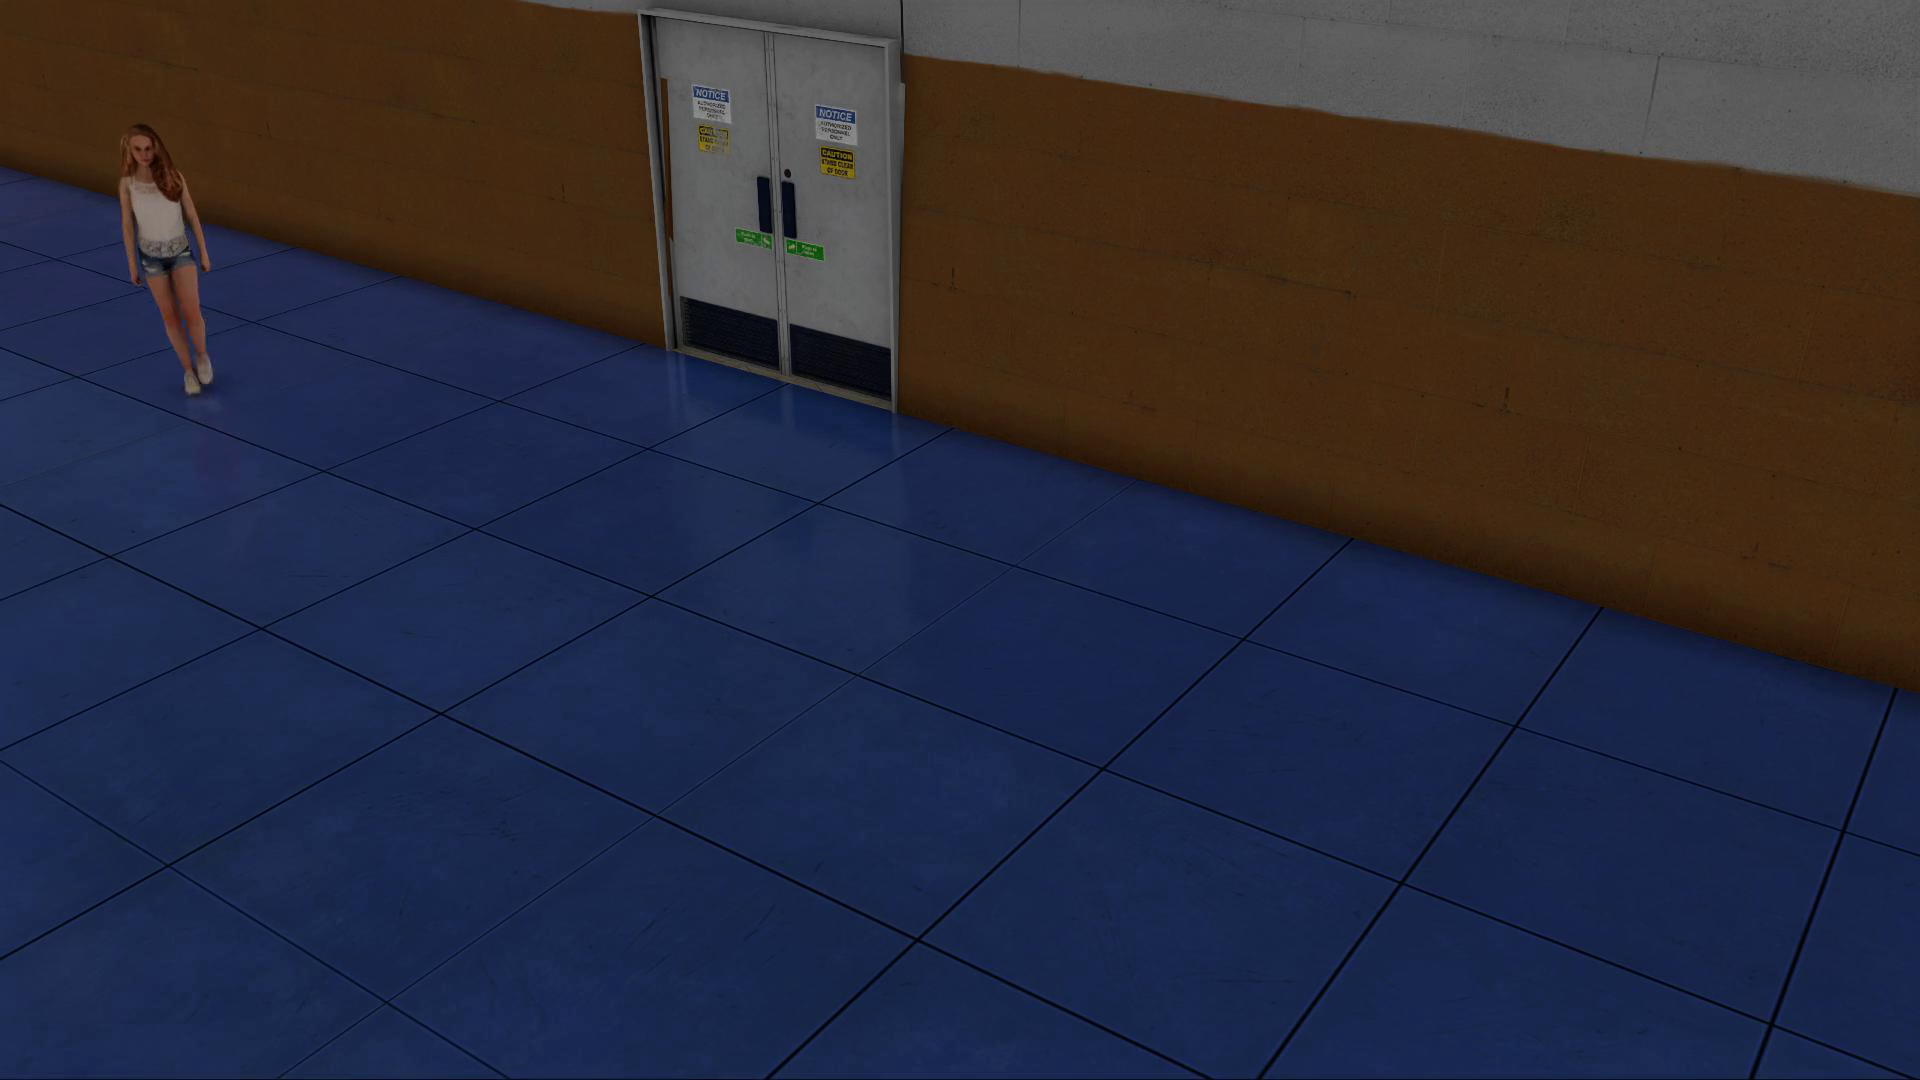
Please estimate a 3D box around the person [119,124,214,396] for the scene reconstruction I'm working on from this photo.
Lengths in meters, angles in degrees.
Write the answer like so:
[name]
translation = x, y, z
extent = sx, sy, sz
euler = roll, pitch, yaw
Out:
[person]
translation = -5.049, -1.800, 10.626
extent = 0.727, 1.747, 0.796
euler = -8, 28, -16
